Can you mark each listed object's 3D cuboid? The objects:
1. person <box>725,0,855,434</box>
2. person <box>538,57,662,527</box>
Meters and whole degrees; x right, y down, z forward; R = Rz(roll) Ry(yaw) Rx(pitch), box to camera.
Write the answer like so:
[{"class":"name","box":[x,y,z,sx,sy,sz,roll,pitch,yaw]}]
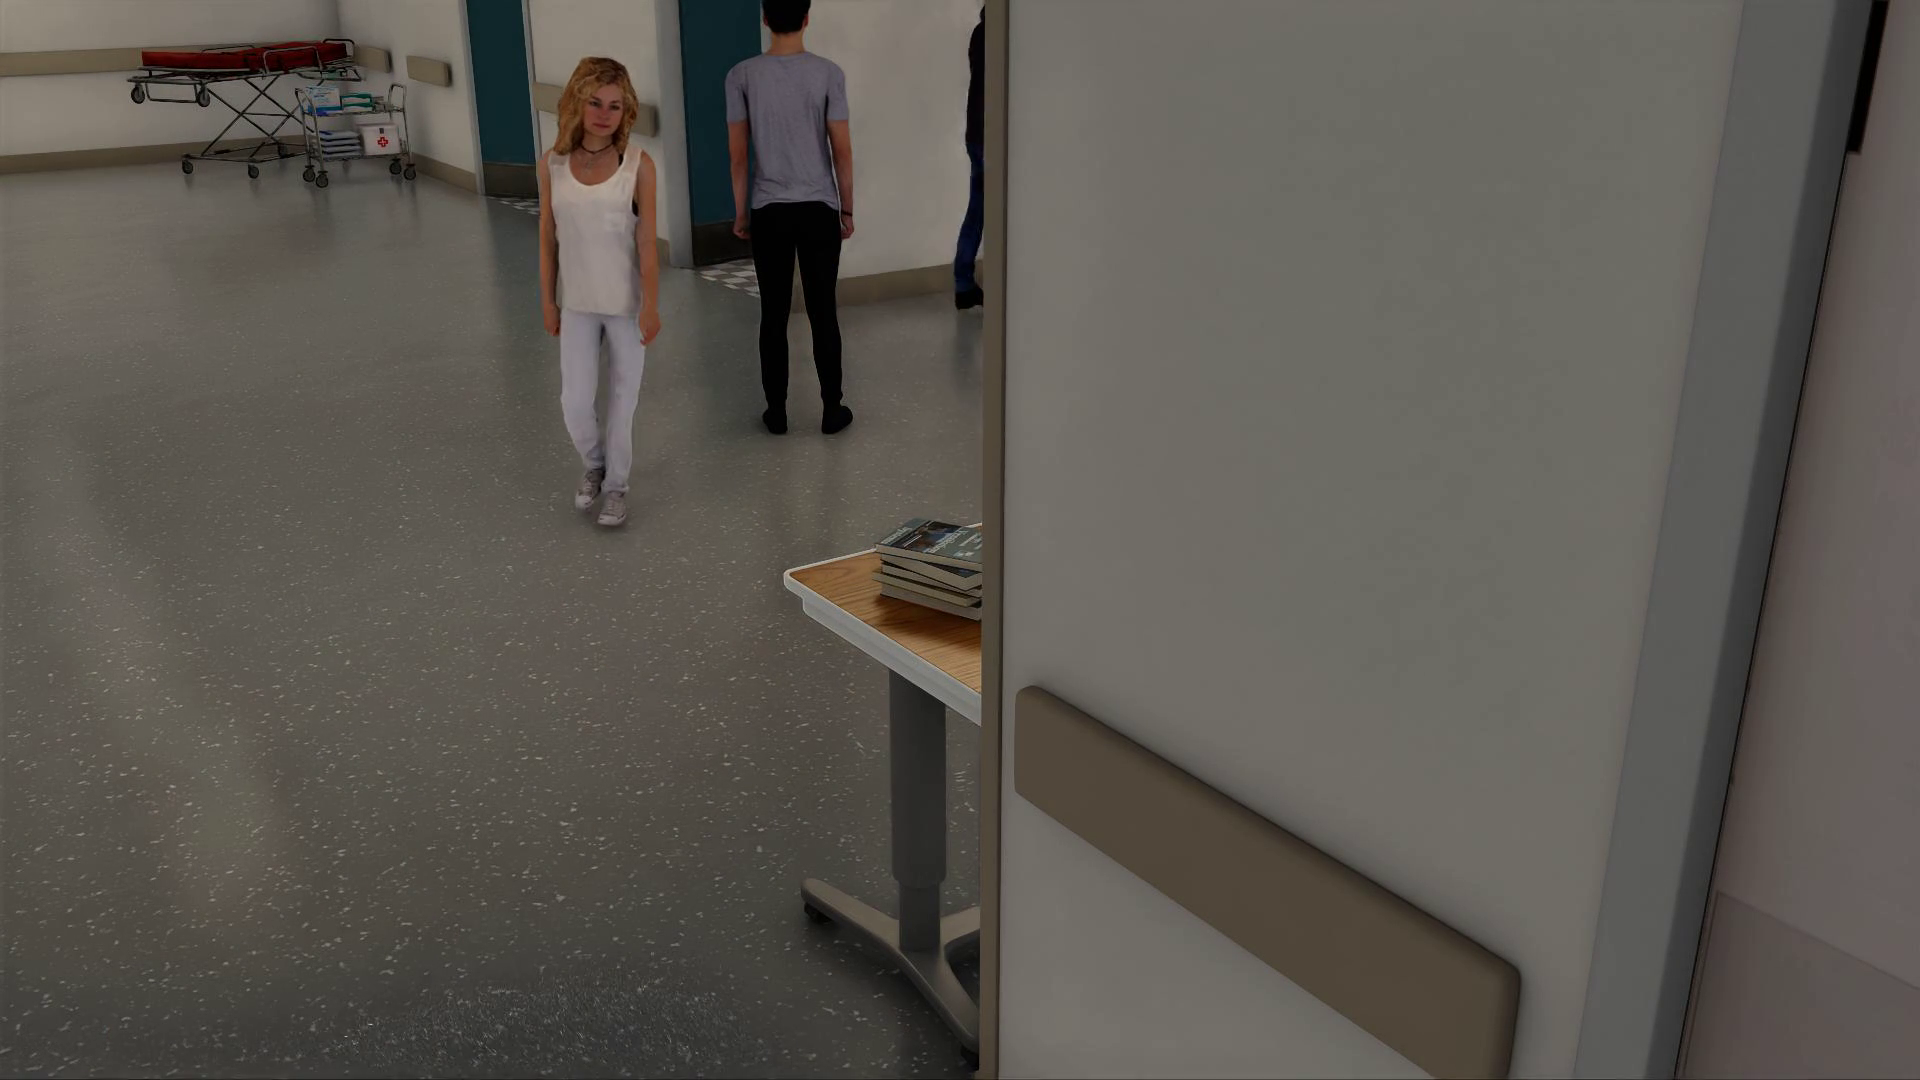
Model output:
[{"class":"person","box":[-0.698,-1.368,6.984,0.744,1.862,0.759,0,21,0]},{"class":"person","box":[-1.249,-0.878,5.982,0.722,1.655,0.768,1,21,3]}]
